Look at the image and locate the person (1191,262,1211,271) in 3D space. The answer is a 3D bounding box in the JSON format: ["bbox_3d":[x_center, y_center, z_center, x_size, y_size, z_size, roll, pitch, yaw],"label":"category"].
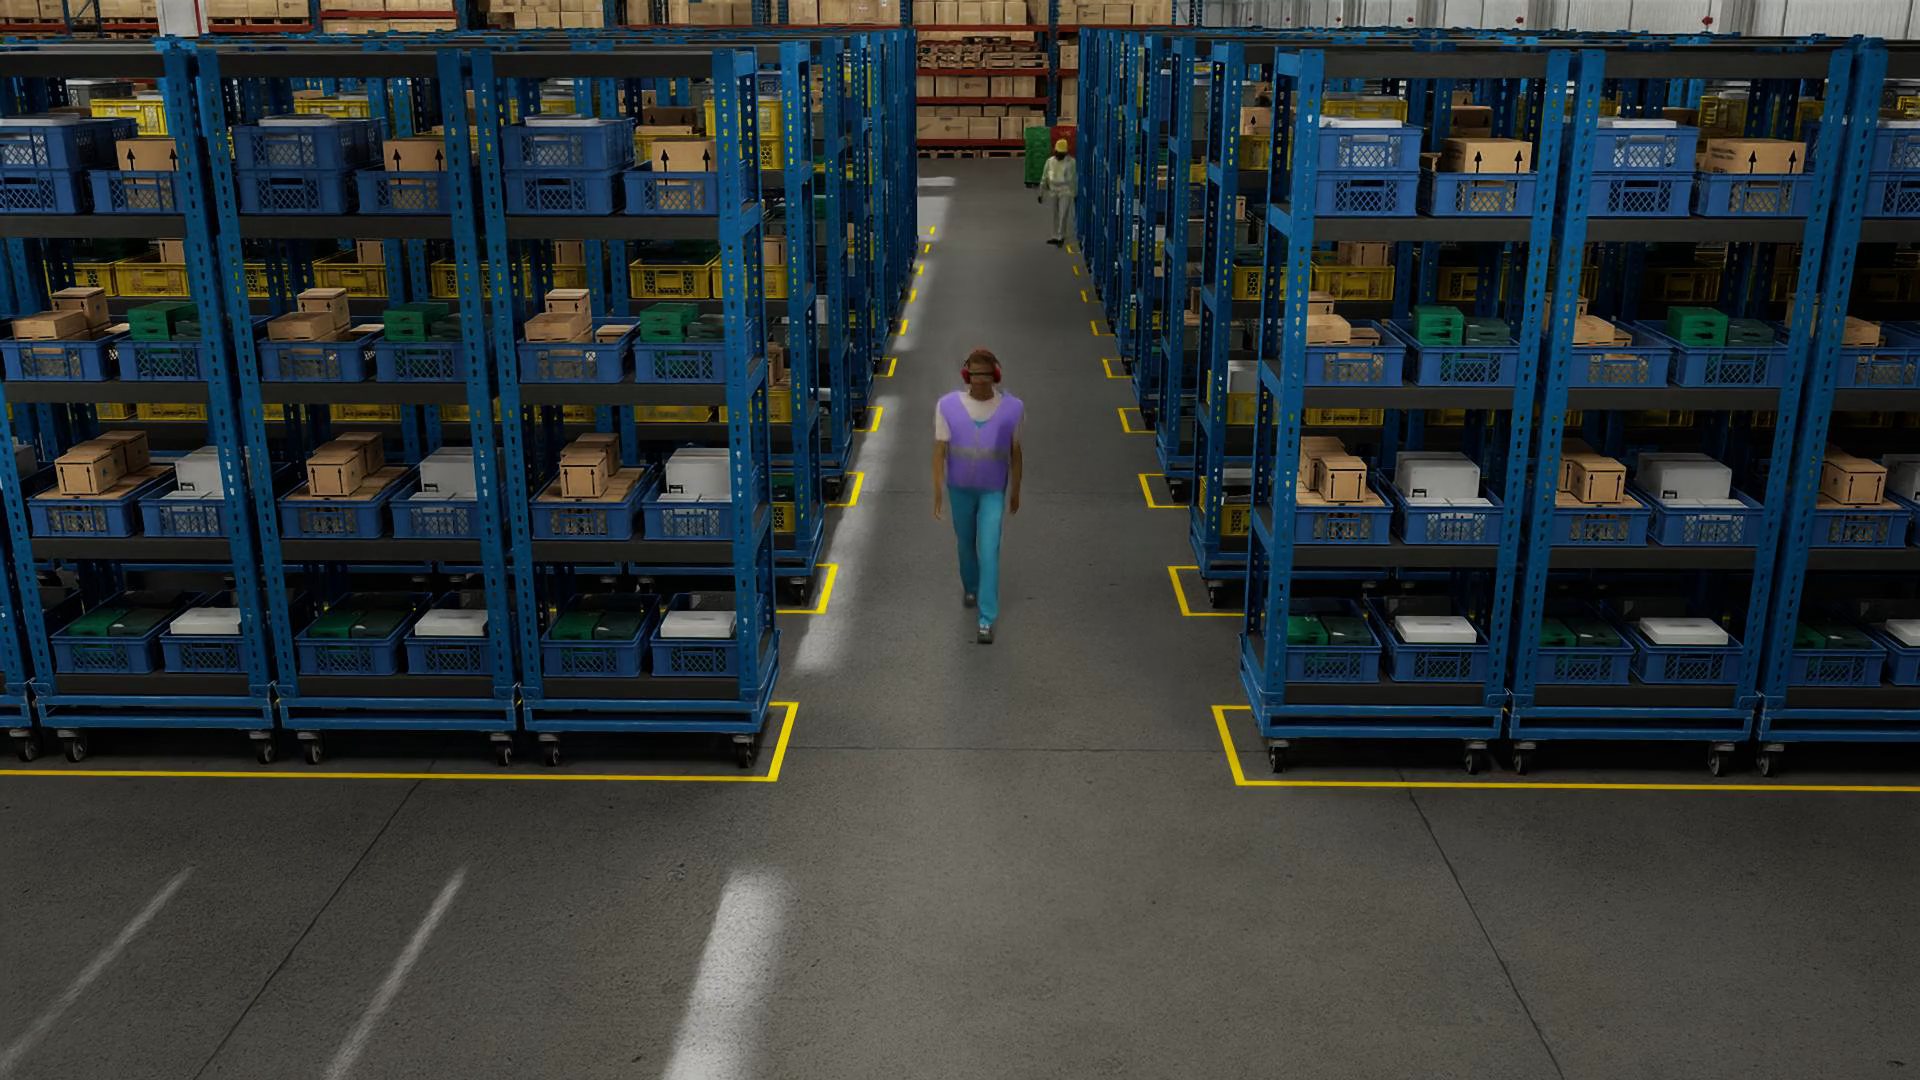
[{"bbox_3d":[2.578,-2.510,17.153,0.809,1.963,0.626,-3,18,-9],"label":"person"}]

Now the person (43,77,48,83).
[{"bbox_3d":[-27.871,-13.168,51.025,0.630,2.011,0.448,13,22,36],"label":"person"}]

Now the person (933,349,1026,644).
[{"bbox_3d":[0.124,-0.328,10.478,0.567,1.797,1.007,1,17,4],"label":"person"}]

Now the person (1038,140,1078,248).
[{"bbox_3d":[1.618,-5.828,28.036,0.655,1.770,0.826,10,20,30],"label":"person"}]

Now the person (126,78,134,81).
[{"bbox_3d":[-26.450,-13.818,53.294,0.542,1.894,0.908,-2,18,-7],"label":"person"}]

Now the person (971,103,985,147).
[{"bbox_3d":[0.689,-12.501,49.370,0.884,1.731,0.519,3,18,10],"label":"person"}]
